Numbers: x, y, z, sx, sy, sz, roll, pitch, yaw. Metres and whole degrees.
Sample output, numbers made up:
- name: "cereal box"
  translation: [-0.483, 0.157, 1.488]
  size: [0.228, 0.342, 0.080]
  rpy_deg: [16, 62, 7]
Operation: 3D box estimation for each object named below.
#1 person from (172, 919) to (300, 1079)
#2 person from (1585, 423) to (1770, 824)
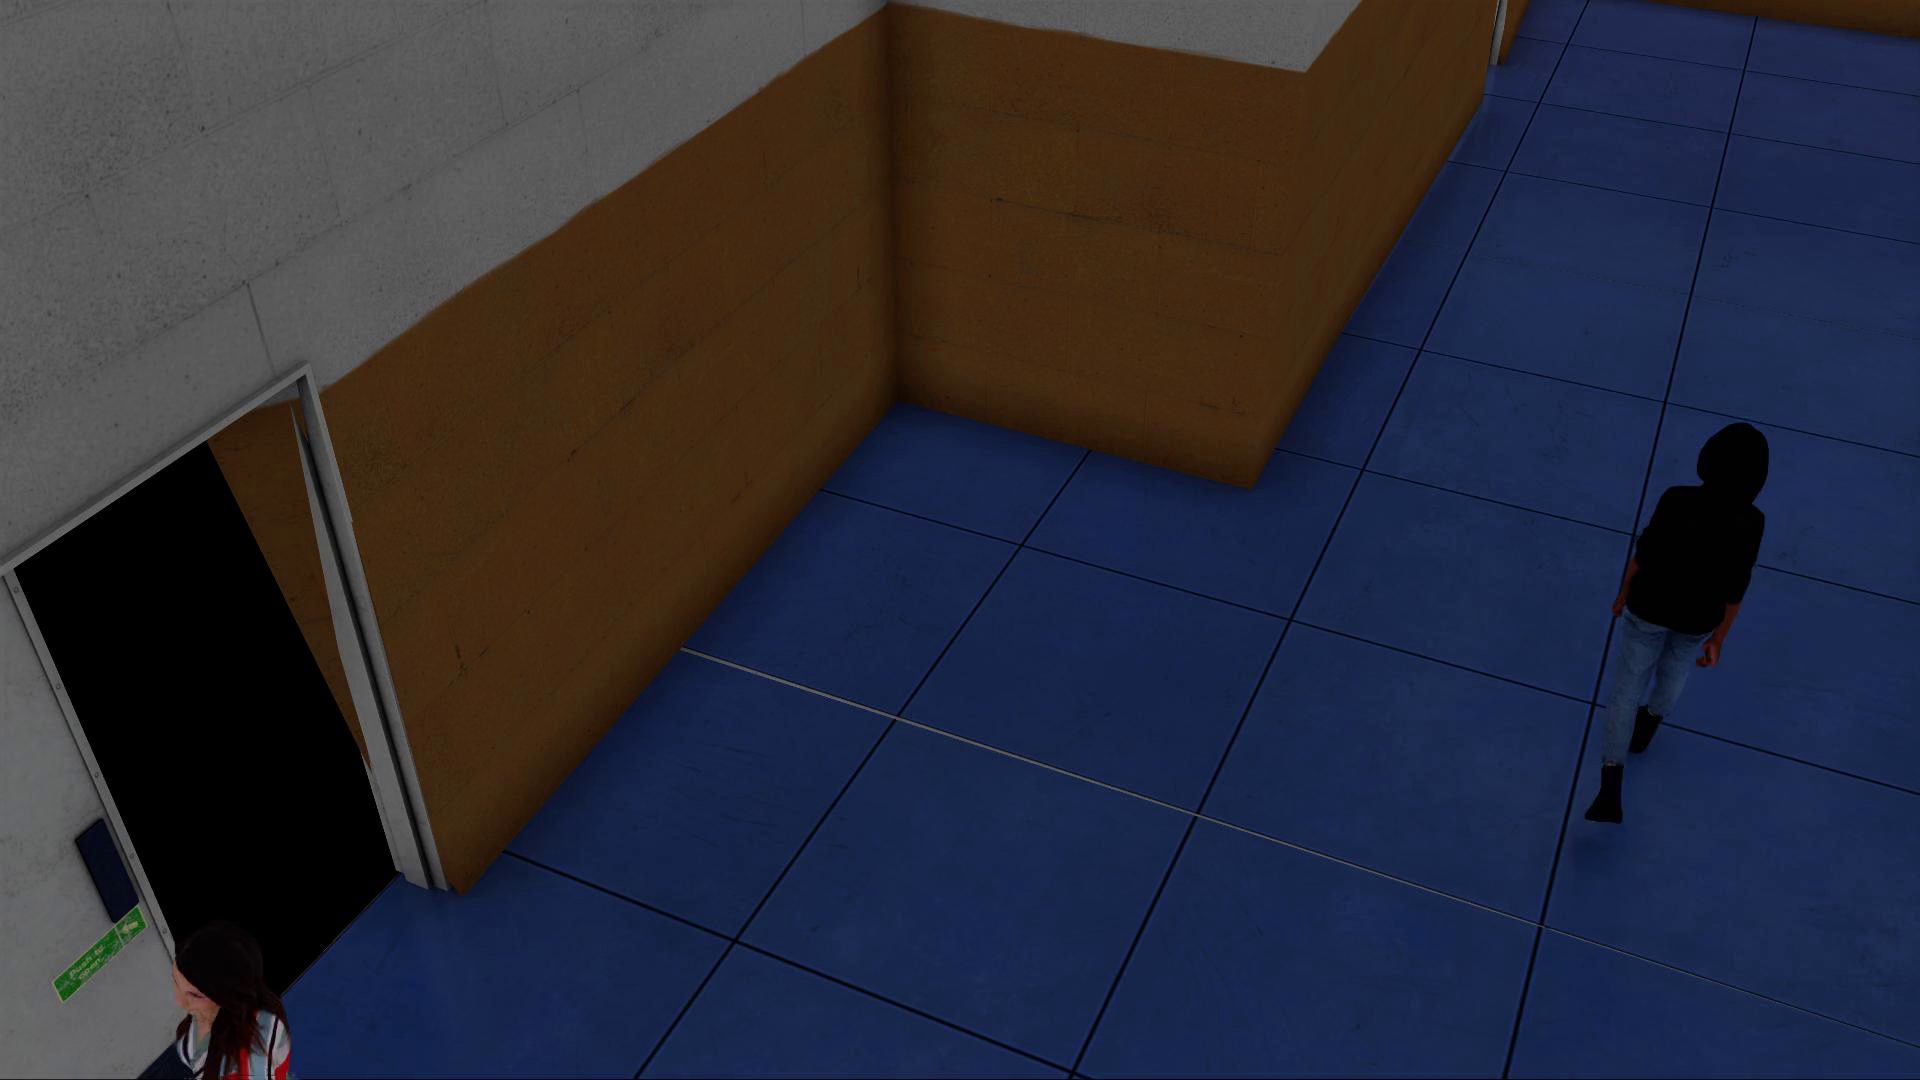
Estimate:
- name: "person"
  translation: [-1.888, 1.618, 4.562]
  size: [0.765, 1.608, 0.644]
  rpy_deg: [-19, 41, -23]
- name: "person"
  translation: [2.643, 0.345, 6.209]
  size: [1.081, 1.666, 0.699]
  rpy_deg: [11, 38, 15]
